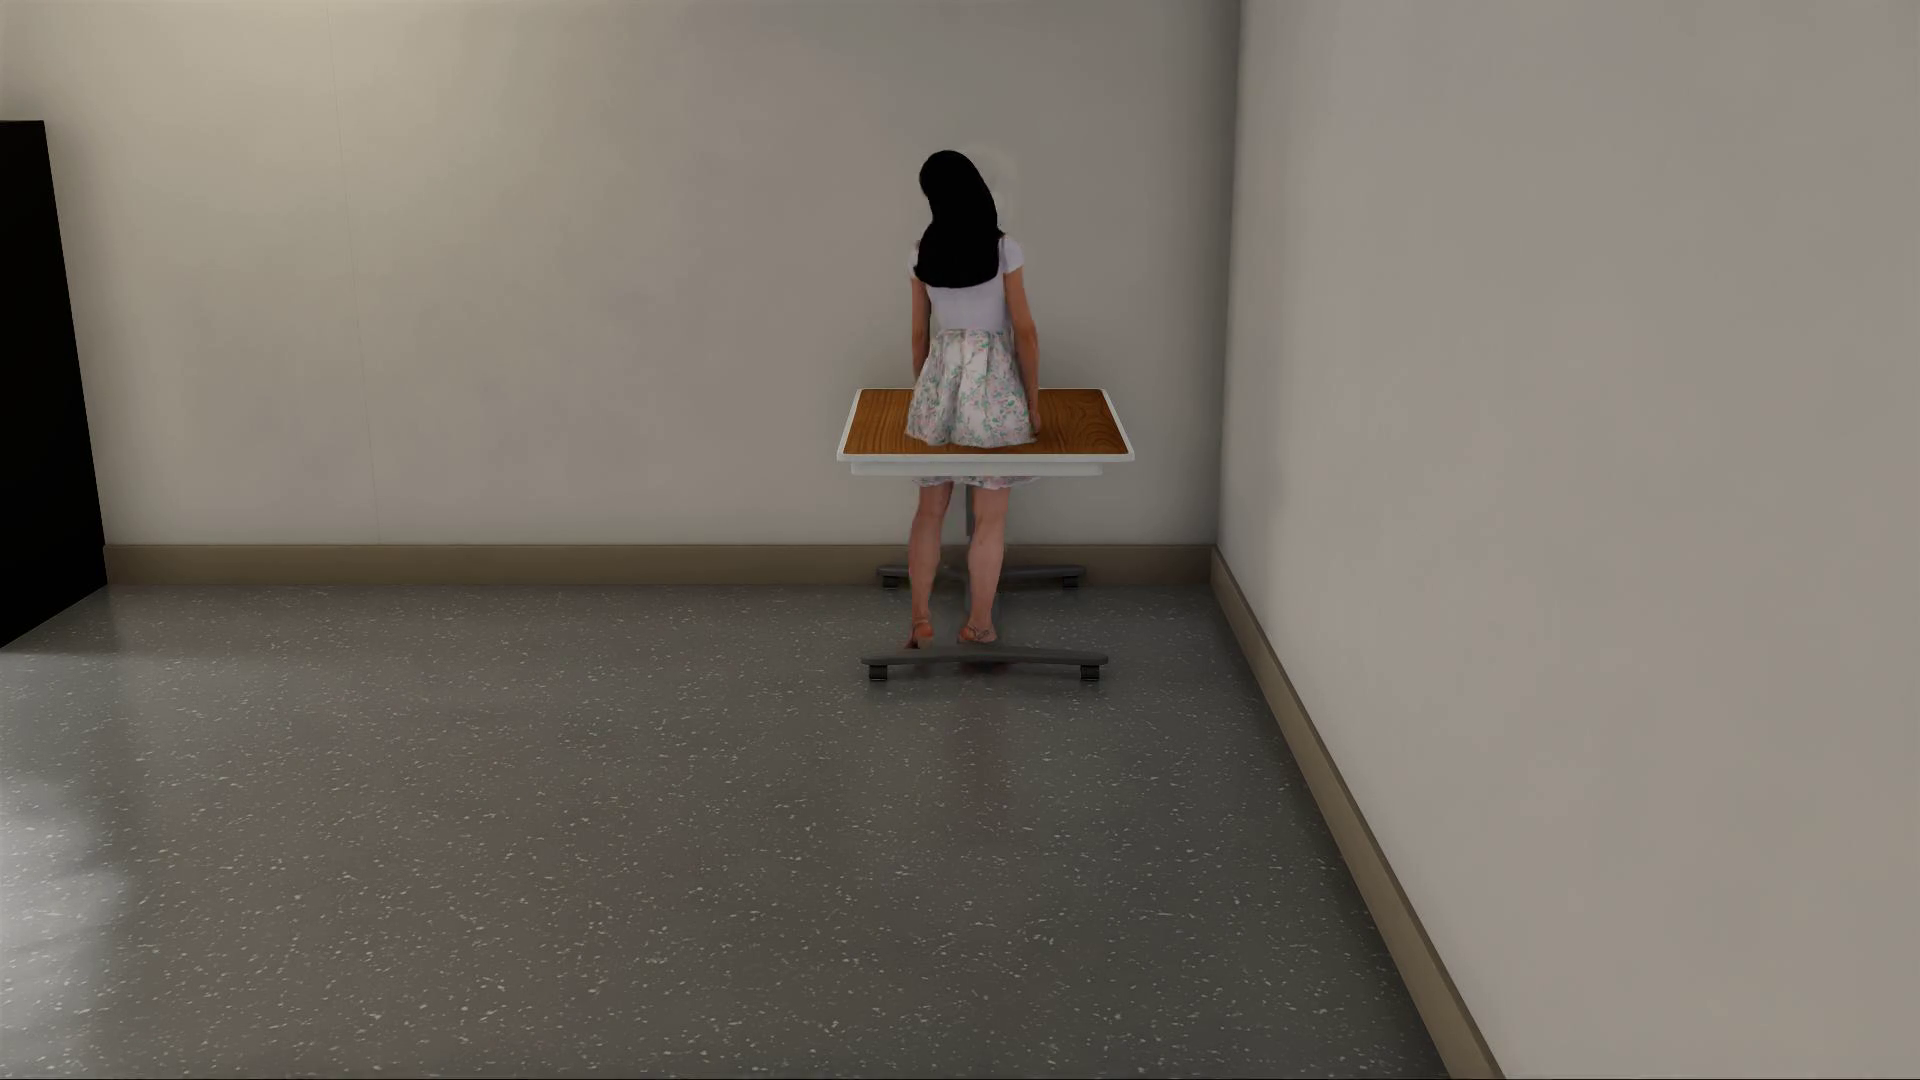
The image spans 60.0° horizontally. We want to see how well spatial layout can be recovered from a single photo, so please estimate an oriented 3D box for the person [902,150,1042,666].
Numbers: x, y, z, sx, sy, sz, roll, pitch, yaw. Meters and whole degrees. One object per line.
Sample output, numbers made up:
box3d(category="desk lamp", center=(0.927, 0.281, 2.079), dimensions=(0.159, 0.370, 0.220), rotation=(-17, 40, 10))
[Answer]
box3d(category="person", center=(0.066, -0.418, 5.639), dimensions=(0.723, 1.757, 0.847), rotation=(13, 20, 38))
